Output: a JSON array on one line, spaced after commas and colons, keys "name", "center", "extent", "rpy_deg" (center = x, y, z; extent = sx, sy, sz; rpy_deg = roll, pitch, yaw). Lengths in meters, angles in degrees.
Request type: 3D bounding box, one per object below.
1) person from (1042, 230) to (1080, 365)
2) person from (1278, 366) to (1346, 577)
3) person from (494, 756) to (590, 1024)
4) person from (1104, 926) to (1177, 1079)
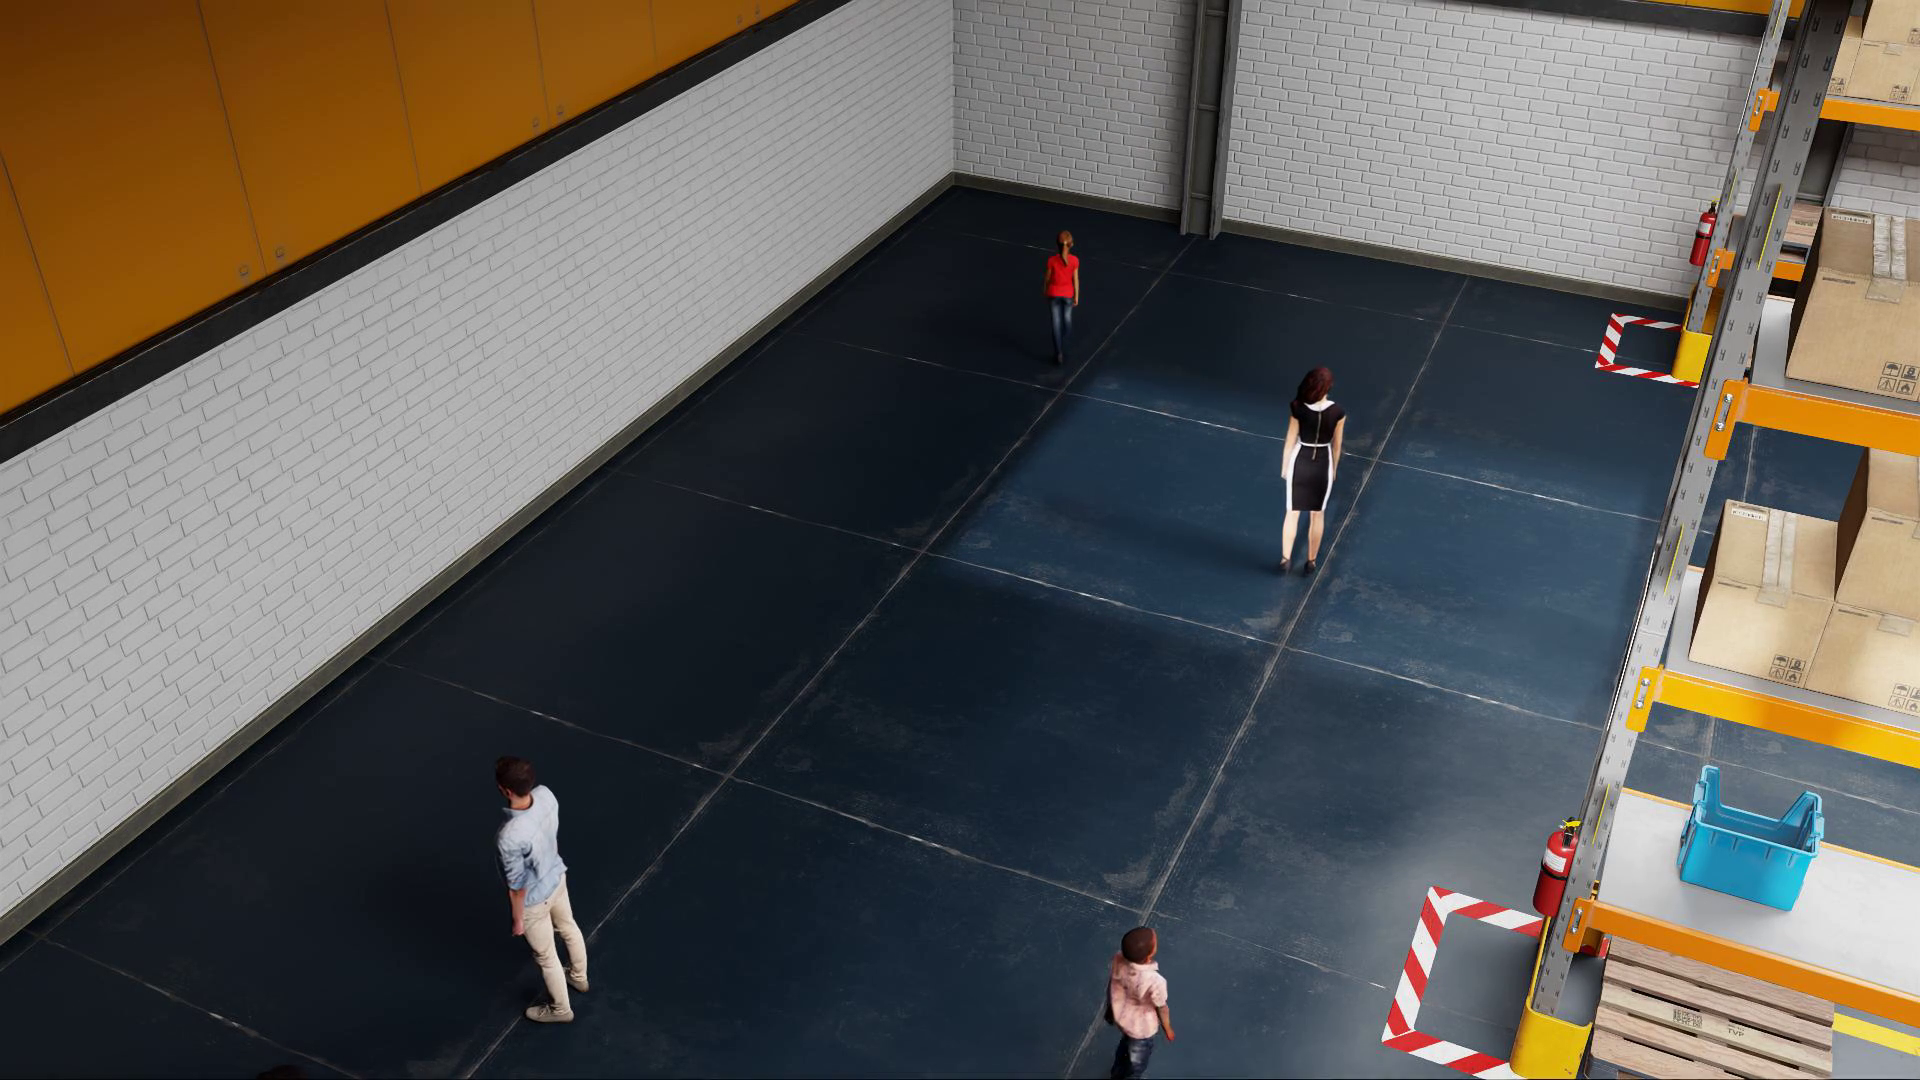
[{"name": "person", "center": [0.974, -2.313, 15.980], "extent": [0.851, 1.285, 0.804], "rpy_deg": [-3, 34, -5]}, {"name": "person", "center": [2.699, -0.511, 12.807], "extent": [0.518, 1.796, 0.681], "rpy_deg": [5, 34, 7]}, {"name": "person", "center": [-2.304, 1.913, 9.115], "extent": [0.587, 1.847, 0.667], "rpy_deg": [10, 35, 15]}, {"name": "person", "center": [0.875, 2.530, 8.682], "extent": [0.636, 1.299, 0.537], "rpy_deg": [-23, 40, -31]}]
